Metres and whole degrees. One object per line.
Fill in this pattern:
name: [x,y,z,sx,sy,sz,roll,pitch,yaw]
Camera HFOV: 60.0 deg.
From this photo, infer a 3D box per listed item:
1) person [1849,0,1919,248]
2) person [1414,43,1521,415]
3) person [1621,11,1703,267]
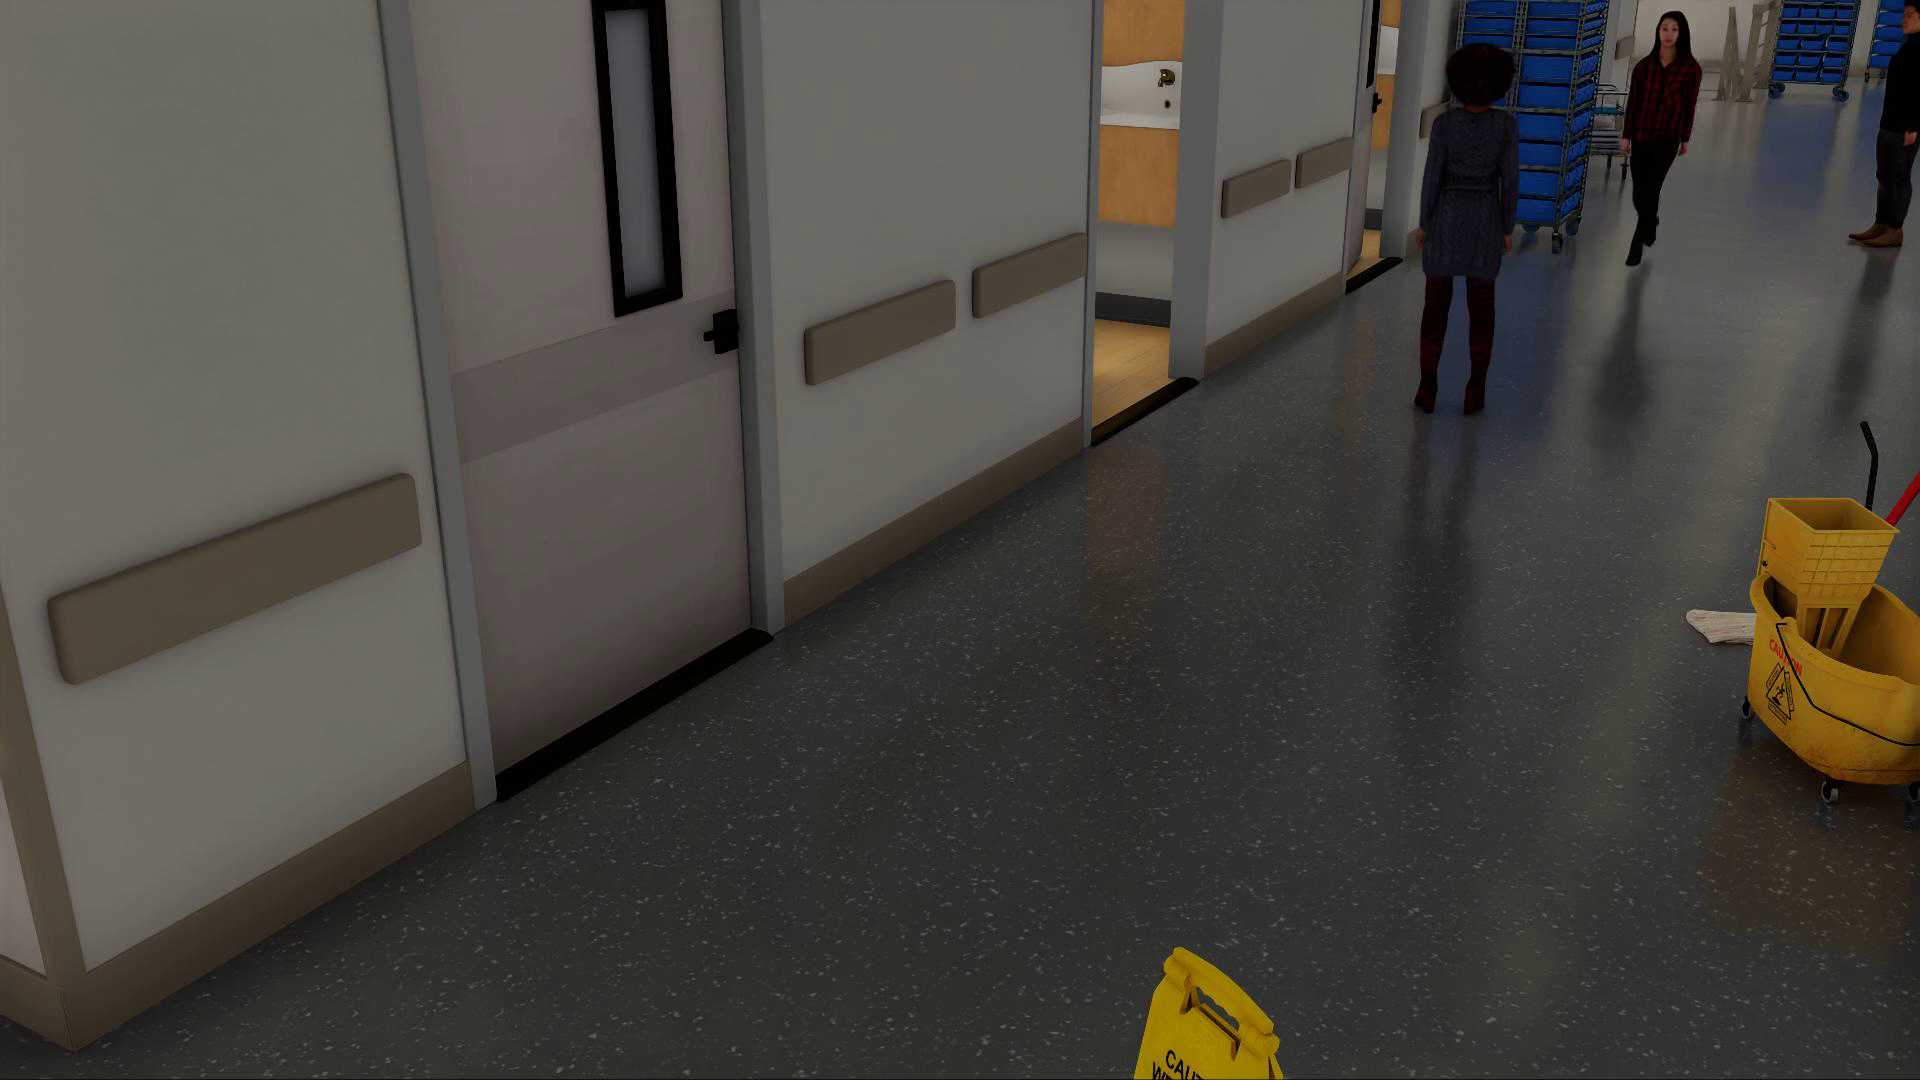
person: [6.704,-2.971,11.818,0.777,1.723,0.634,2,21,4]
person: [2.369,-1.445,7.811,0.644,1.708,0.597,5,21,13]
person: [4.702,-2.692,11.221,0.600,1.625,1.031,12,24,29]
